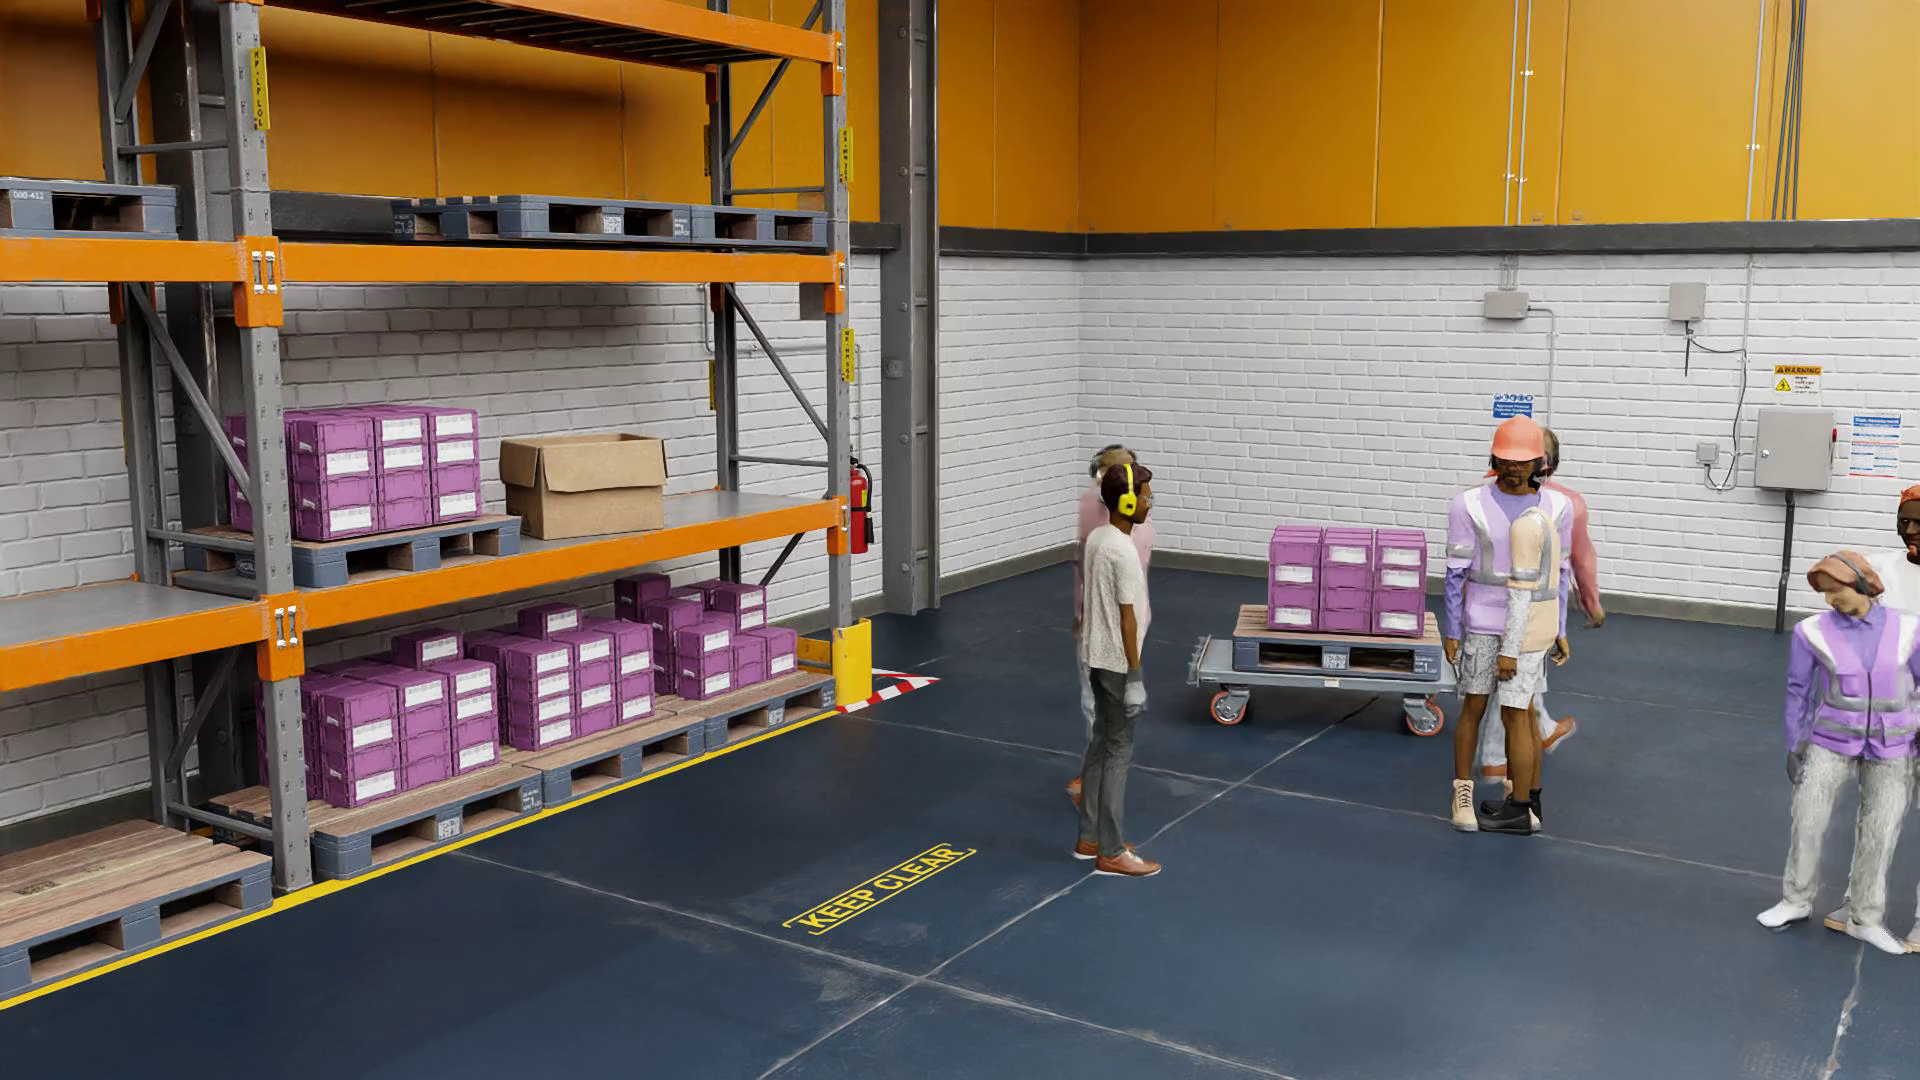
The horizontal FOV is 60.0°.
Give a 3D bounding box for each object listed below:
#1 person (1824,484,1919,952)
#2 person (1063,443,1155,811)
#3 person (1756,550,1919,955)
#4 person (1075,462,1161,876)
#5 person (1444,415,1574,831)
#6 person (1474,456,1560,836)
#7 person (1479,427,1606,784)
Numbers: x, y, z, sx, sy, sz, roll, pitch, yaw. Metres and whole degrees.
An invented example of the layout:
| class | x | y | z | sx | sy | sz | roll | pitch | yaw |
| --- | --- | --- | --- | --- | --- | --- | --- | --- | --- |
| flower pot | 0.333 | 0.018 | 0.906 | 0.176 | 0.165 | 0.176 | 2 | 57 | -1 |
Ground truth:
| class | x | y | z | sx | sy | sz | roll | pitch | yaw |
| --- | --- | --- | --- | --- | --- | --- | --- | --- | --- |
| person | 3.820 | 0.702 | 6.662 | 0.338 | 1.882 | 0.582 | -7 | 11 | -40 |
| person | 0.748 | 0.440 | 8.376 | 0.410 | 1.888 | 0.664 | -2 | 9 | -13 |
| person | 3.570 | 0.840 | 6.655 | 0.609 | 1.615 | 0.331 | 3 | 9 | 20 |
| person | 0.712 | 0.579 | 7.527 | 0.311 | 1.865 | 0.533 | -2 | 9 | -14 |
| person | 2.653 | 0.412 | 8.041 | 0.615 | 2.039 | 0.387 | 0 | 9 | -2 |
| person | 2.706 | 0.464 | 8.100 | 0.387 | 1.924 | 0.548 | 4 | 10 | 26 |
| person | 3.149 | 0.339 | 8.995 | 1.007 | 1.891 | 0.643 | -5 | 10 | -32 |
